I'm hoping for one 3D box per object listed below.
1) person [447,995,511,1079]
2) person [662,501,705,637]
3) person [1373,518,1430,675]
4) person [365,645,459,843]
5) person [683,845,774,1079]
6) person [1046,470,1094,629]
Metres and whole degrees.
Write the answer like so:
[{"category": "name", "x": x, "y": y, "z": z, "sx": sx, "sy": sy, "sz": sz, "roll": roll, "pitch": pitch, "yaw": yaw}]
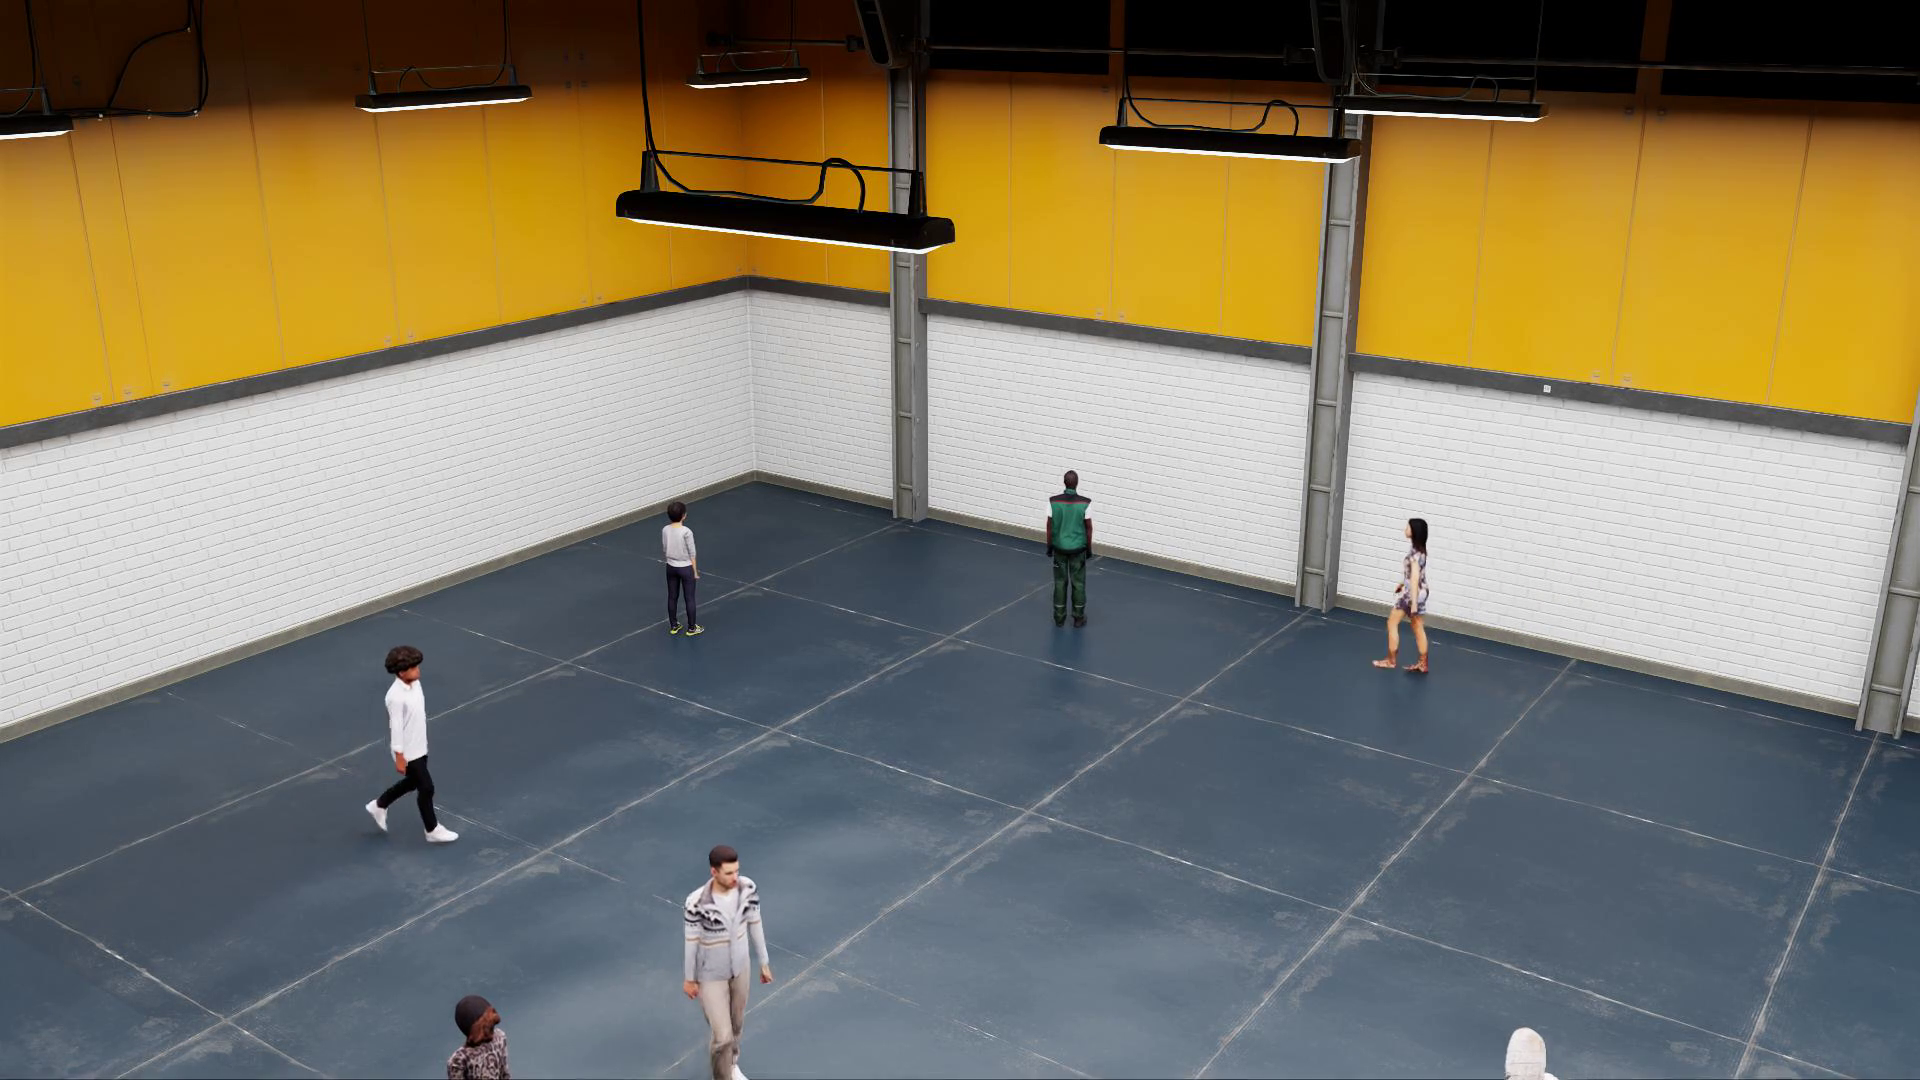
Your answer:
[{"category": "person", "x": -2.705, "y": 3.350, "z": 9.487, "sx": 0.542, "sy": 1.713, "sz": 0.563, "roll": 12, "pitch": 22, "yaw": 31}, {"category": "person", "x": -3.160, "y": 0.314, "z": 18.751, "sx": 0.491, "sy": 1.553, "sz": 0.650, "roll": 7, "pitch": 20, "yaw": 20}, {"category": "person", "x": 4.880, "y": 0.615, "z": 17.606, "sx": 0.829, "sy": 1.714, "sz": 0.663, "roll": 10, "pitch": 21, "yaw": 27}, {"category": "person", "x": -4.752, "y": 1.745, "z": 14.140, "sx": 1.159, "sy": 1.784, "sz": 0.974, "roll": 1, "pitch": 19, "yaw": 4}, {"category": "person", "x": -1.605, "y": 2.787, "z": 10.950, "sx": 0.797, "sy": 1.846, "sz": 0.812, "roll": -15, "pitch": 24, "yaw": -37}, {"category": "person", "x": 1.247, "y": 0.094, "z": 18.960, "sx": 0.690, "sy": 1.838, "sz": 0.831, "roll": 3, "pitch": 19, "yaw": 9}]
